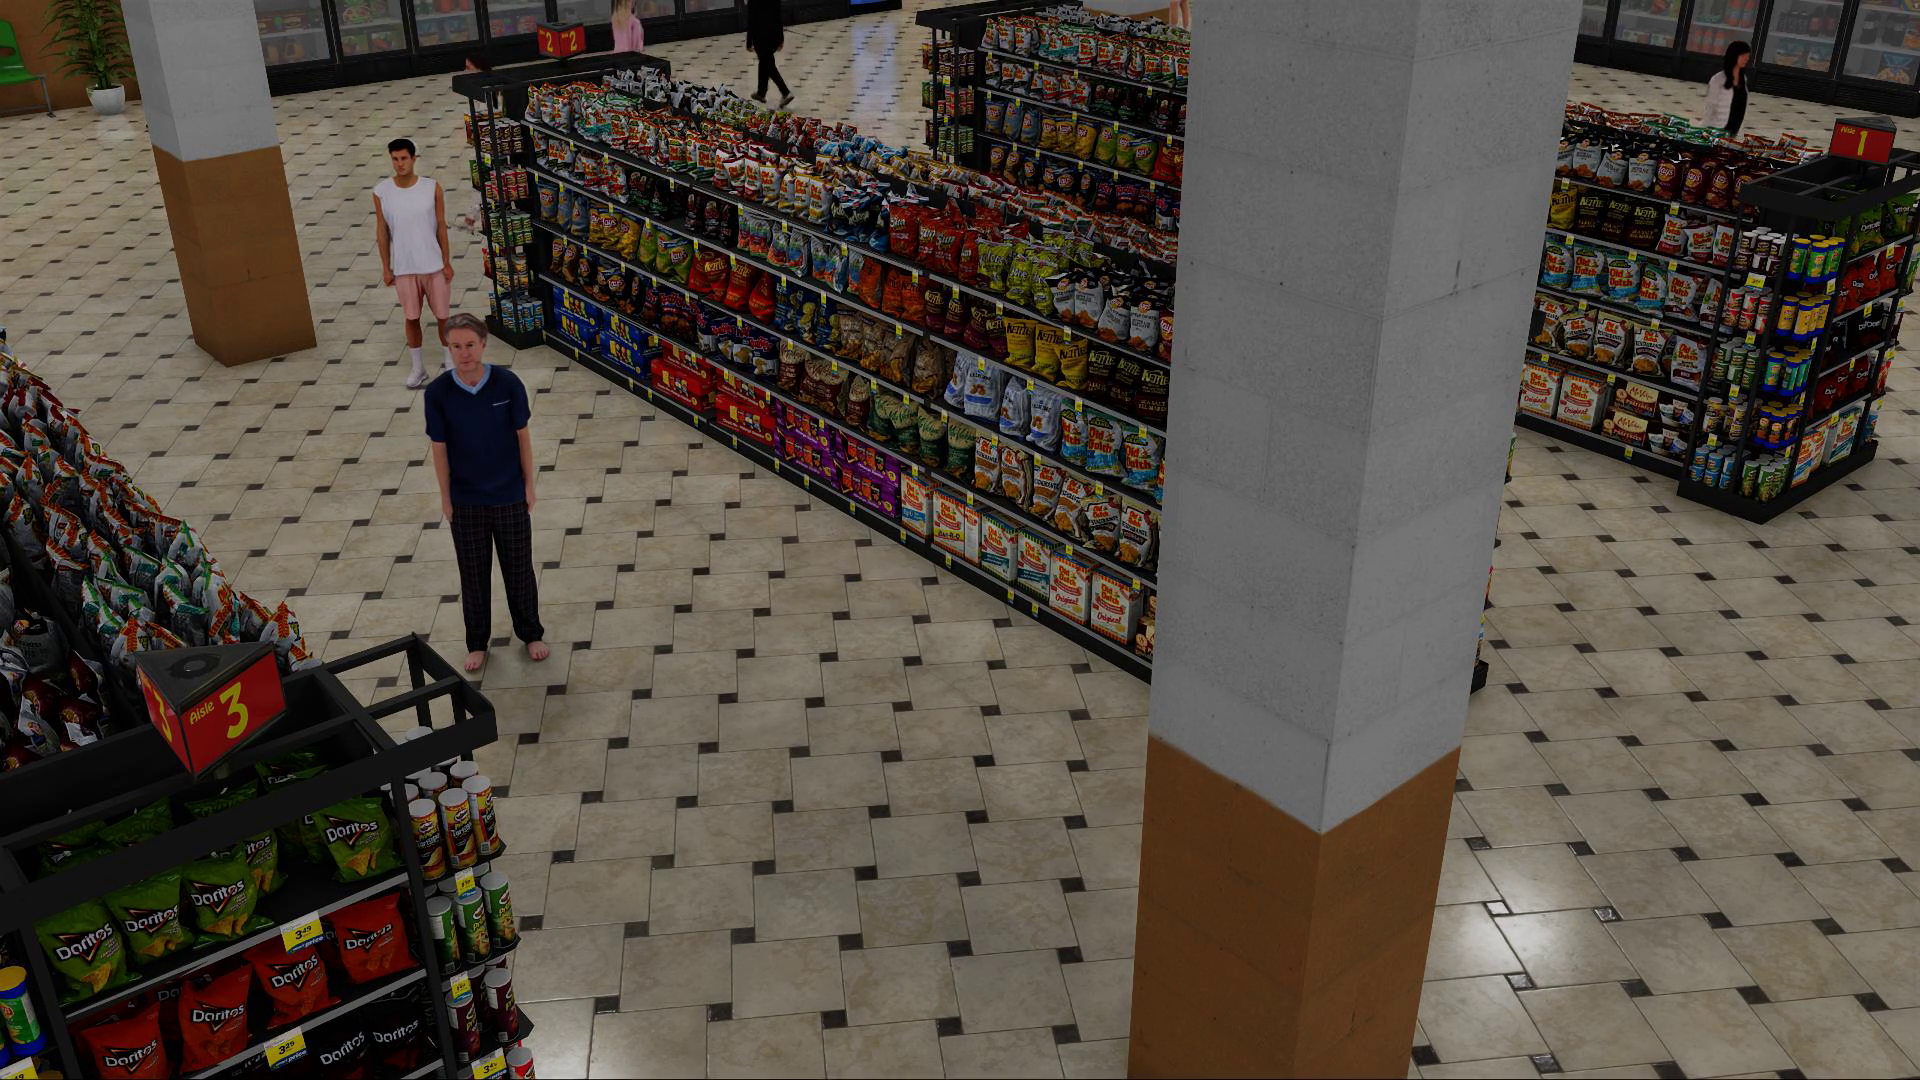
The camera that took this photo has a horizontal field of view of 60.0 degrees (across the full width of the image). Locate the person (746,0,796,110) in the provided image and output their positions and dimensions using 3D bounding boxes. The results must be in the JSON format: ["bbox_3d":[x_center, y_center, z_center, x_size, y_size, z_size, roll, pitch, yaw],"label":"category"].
[{"bbox_3d":[-2.267,-5.984,19.991,1.140,1.582,0.760,20,33,34],"label":"person"}]

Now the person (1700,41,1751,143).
[{"bbox_3d":[7.225,-3.948,15.921,0.737,1.633,0.843,-11,29,-21],"label":"person"}]

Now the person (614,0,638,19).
[{"bbox_3d":[-4.512,-7.342,22.374,0.749,1.850,0.682,1,27,3],"label":"person"}]

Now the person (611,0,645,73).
[{"bbox_3d":[-3.698,-5.147,18.276,1.093,1.640,0.895,16,31,28],"label":"person"}]

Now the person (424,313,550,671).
[{"bbox_3d":[-2.380,-0.242,8.349,0.728,1.872,0.678,-9,28,-17],"label":"person"}]

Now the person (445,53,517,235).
[{"bbox_3d":[-4.183,-3.579,15.166,0.896,1.658,1.036,-10,28,-18],"label":"person"}]

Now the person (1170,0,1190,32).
[{"bbox_3d":[3.127,-7.992,23.679,0.585,1.829,0.532,-16,31,-29],"label":"person"}]

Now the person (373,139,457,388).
[{"bbox_3d":[-3.858,-1.981,11.870,0.732,1.788,0.728,-6,27,-11],"label":"person"}]
